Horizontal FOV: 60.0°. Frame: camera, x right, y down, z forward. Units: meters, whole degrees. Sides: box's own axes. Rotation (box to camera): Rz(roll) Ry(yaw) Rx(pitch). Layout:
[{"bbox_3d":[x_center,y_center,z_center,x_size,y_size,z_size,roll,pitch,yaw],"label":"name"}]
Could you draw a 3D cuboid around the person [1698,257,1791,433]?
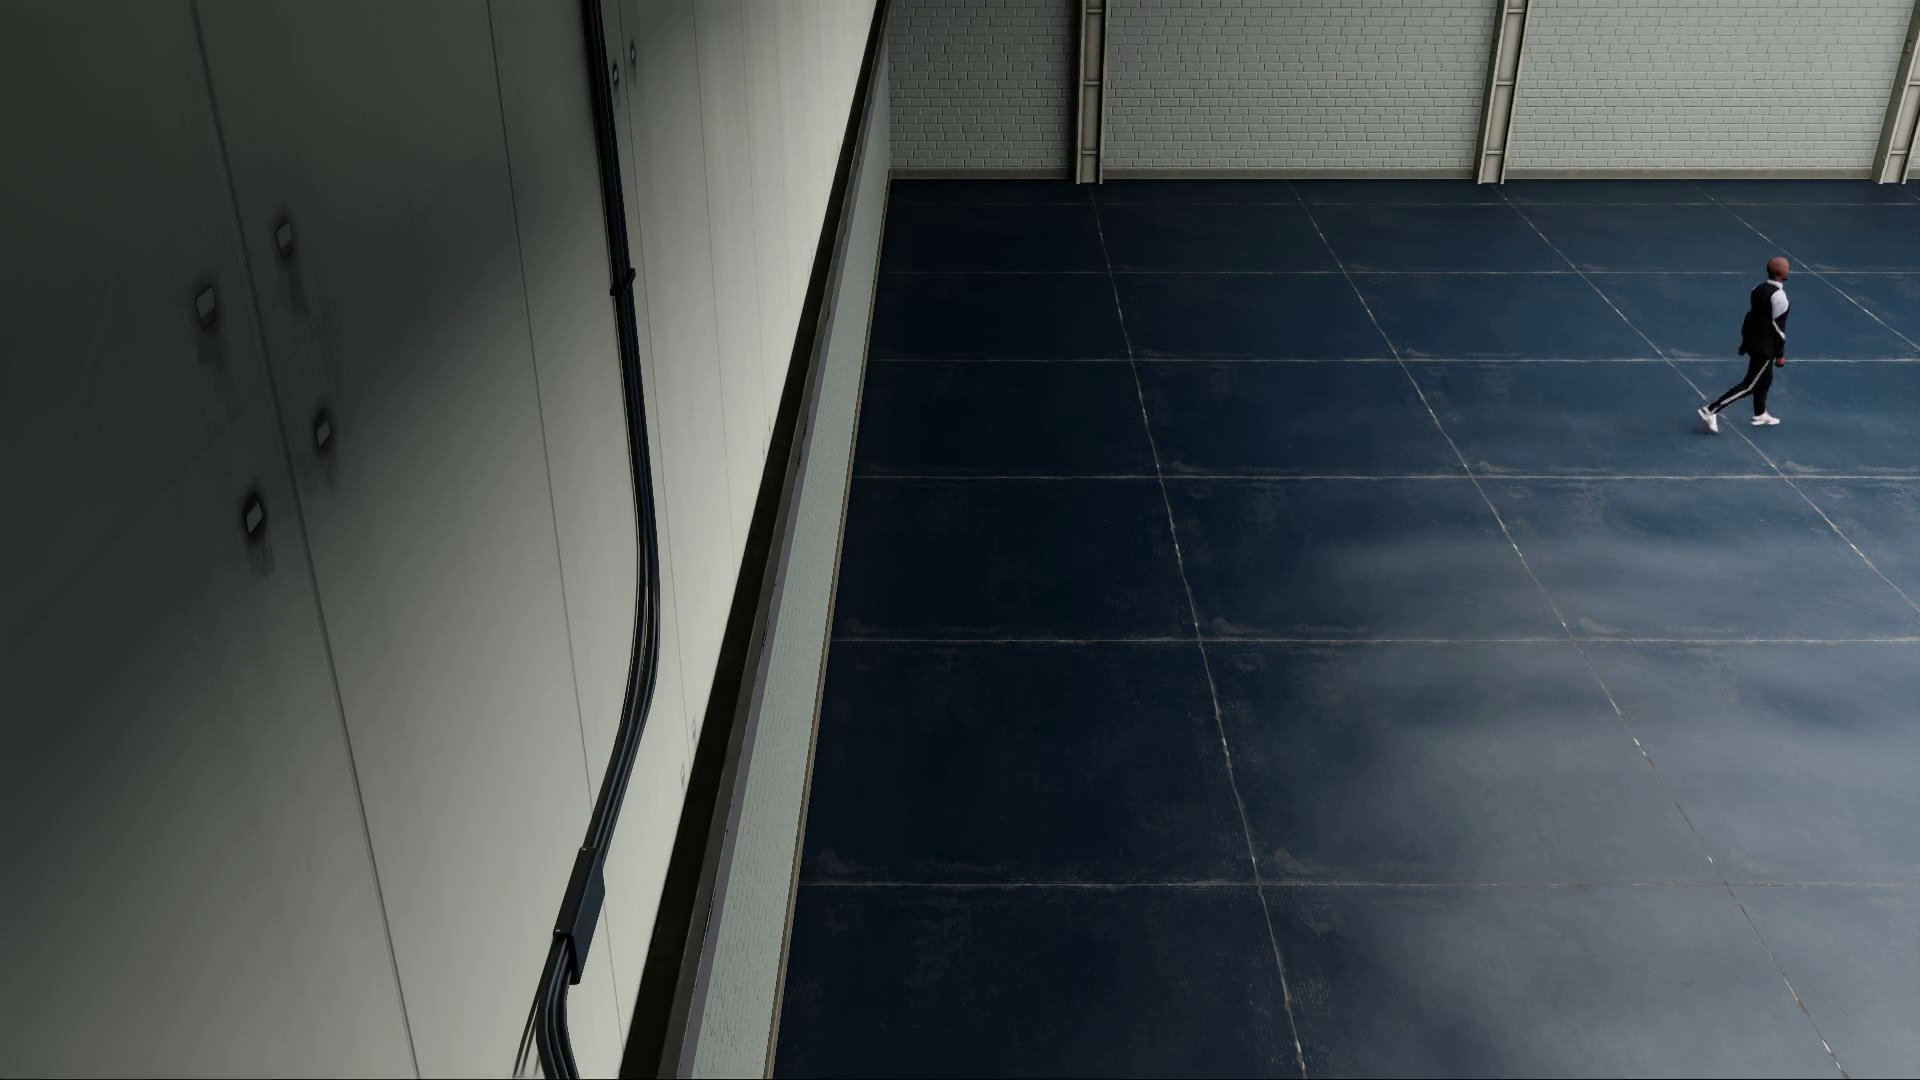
[{"bbox_3d":[7.877,-1.917,16.523,1.130,1.806,0.661,1,28,2],"label":"person"}]
